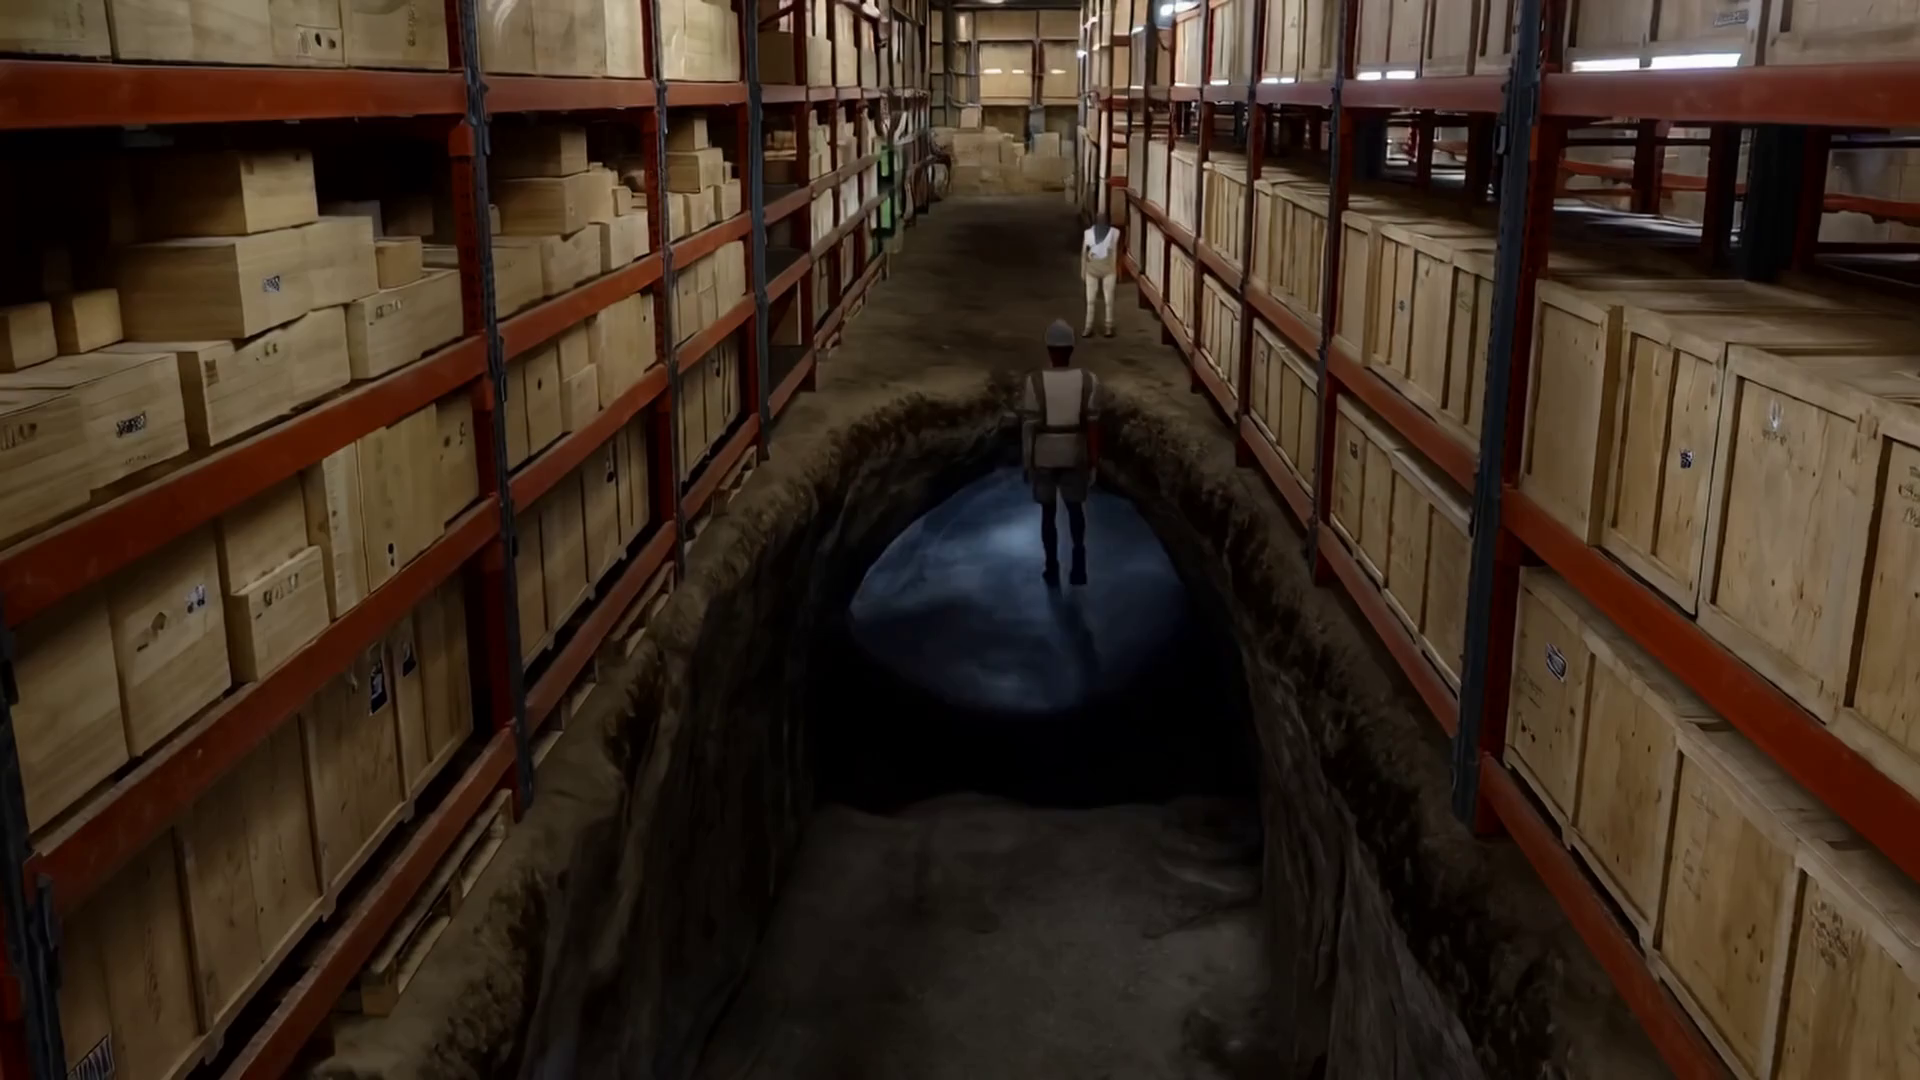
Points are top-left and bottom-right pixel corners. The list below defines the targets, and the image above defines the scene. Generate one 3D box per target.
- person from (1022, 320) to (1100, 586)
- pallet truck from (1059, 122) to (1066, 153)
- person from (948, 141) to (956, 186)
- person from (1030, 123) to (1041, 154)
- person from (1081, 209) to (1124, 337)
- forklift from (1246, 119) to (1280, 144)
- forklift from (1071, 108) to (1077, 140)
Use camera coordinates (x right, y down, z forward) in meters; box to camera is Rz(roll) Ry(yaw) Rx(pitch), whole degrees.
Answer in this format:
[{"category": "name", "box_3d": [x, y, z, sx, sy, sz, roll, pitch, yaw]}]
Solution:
[{"category": "person", "box_3d": [0.712, -0.584, 11.775, 0.545, 1.925, 0.548, -1, 15, -5]}, {"category": "pallet truck", "box_3d": [5.788, -21.111, 88.014, 1.885, 1.965, 0.823, 5, 16, 18]}, {"category": "person", "box_3d": [-0.205, -14.406, 63.667, 0.740, 1.662, 0.552, -2, 15, -8]}, {"category": "person", "box_3d": [3.986, -20.960, 87.611, 0.587, 1.921, 0.388, 8, 17, 28]}, {"category": "person", "box_3d": [2.050, -3.883, 24.210, 0.623, 1.844, 0.429, 5, 16, 19]}, {"category": "forklift", "box_3d": [7.710, -9.288, 42.348, 1.129, 2.768, 1.873, 0, 15, 2]}, {"category": "forklift", "box_3d": [5.626, -18.513, 76.673, 1.129, 2.768, 1.873, -5, 16, -17]}]
